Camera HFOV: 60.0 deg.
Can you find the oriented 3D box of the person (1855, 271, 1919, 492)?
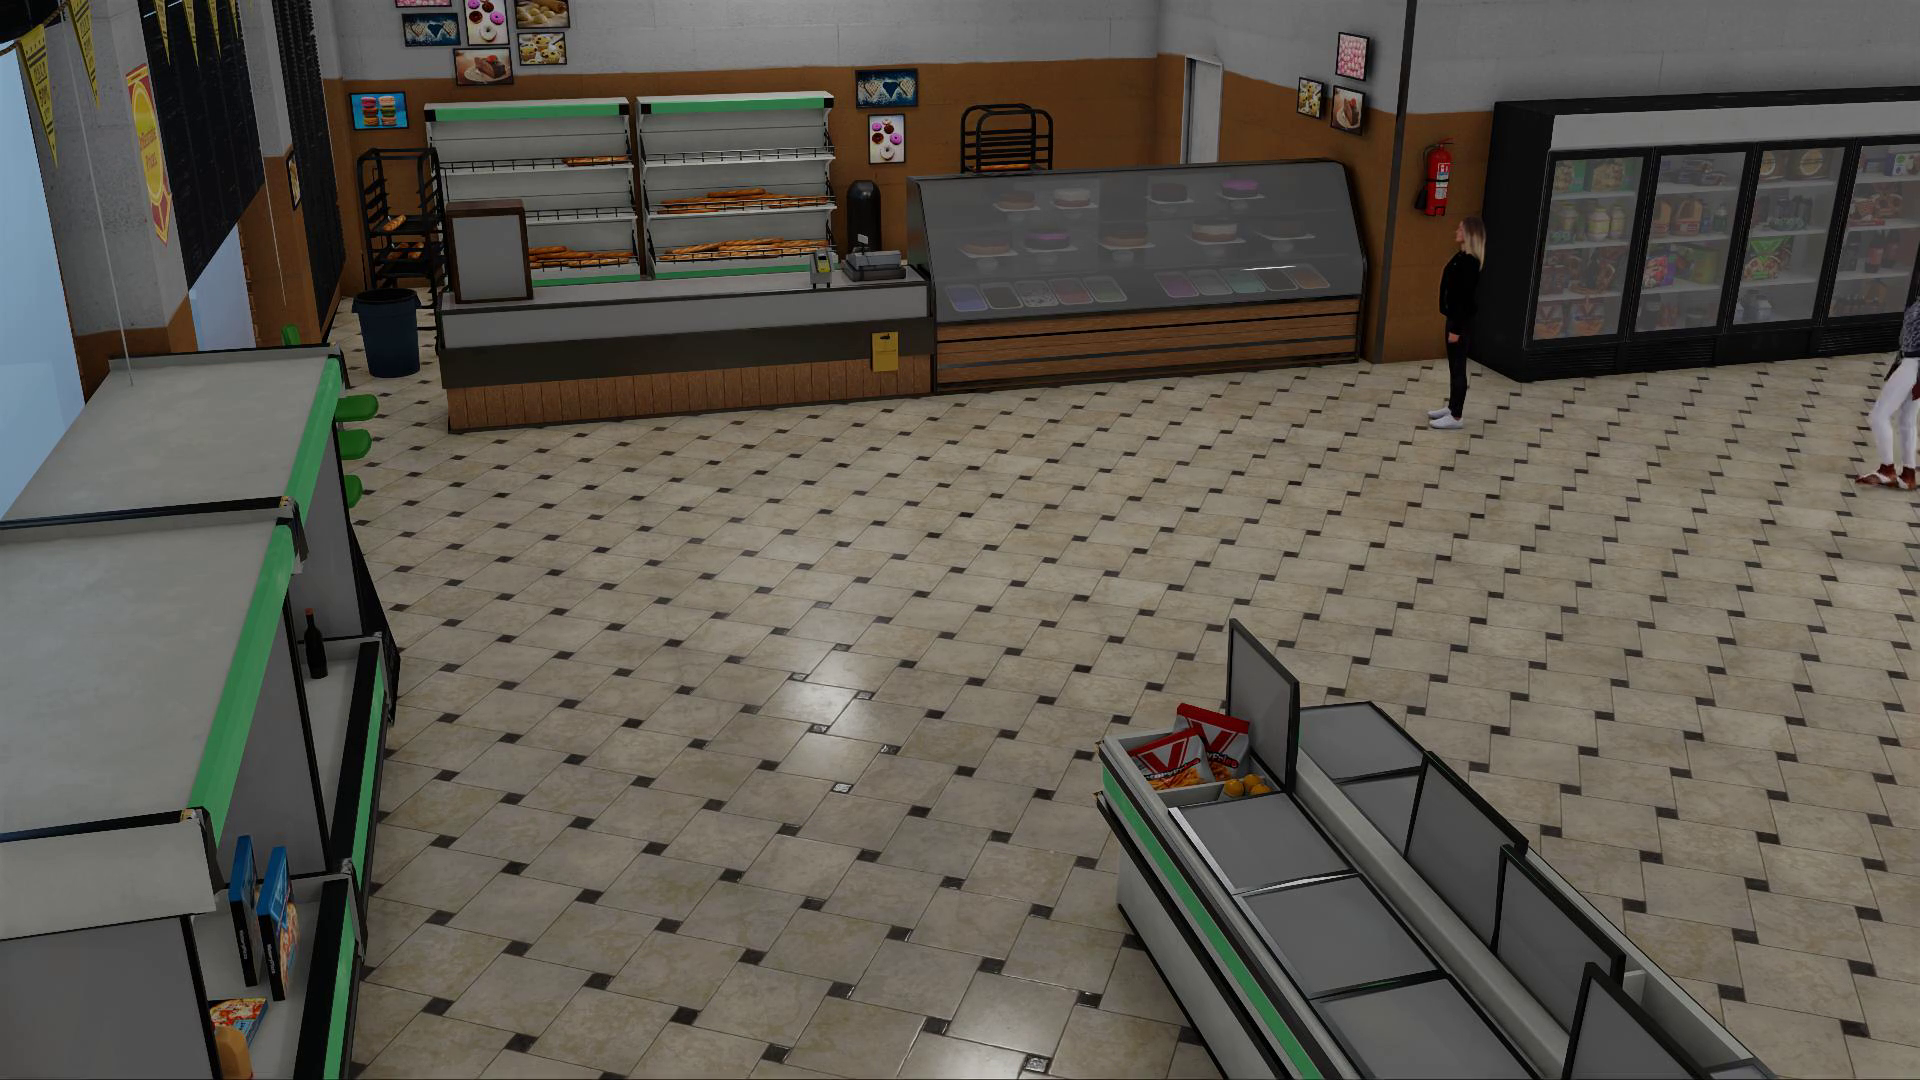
[{"bbox_3d":[6.825,-1.152,11.739,0.821,1.711,0.753,9,23,21],"label":"person"}]

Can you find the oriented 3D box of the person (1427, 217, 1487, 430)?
[{"bbox_3d":[3.975,-1.719,13.183,0.744,1.687,0.632,6,23,13],"label":"person"}]
